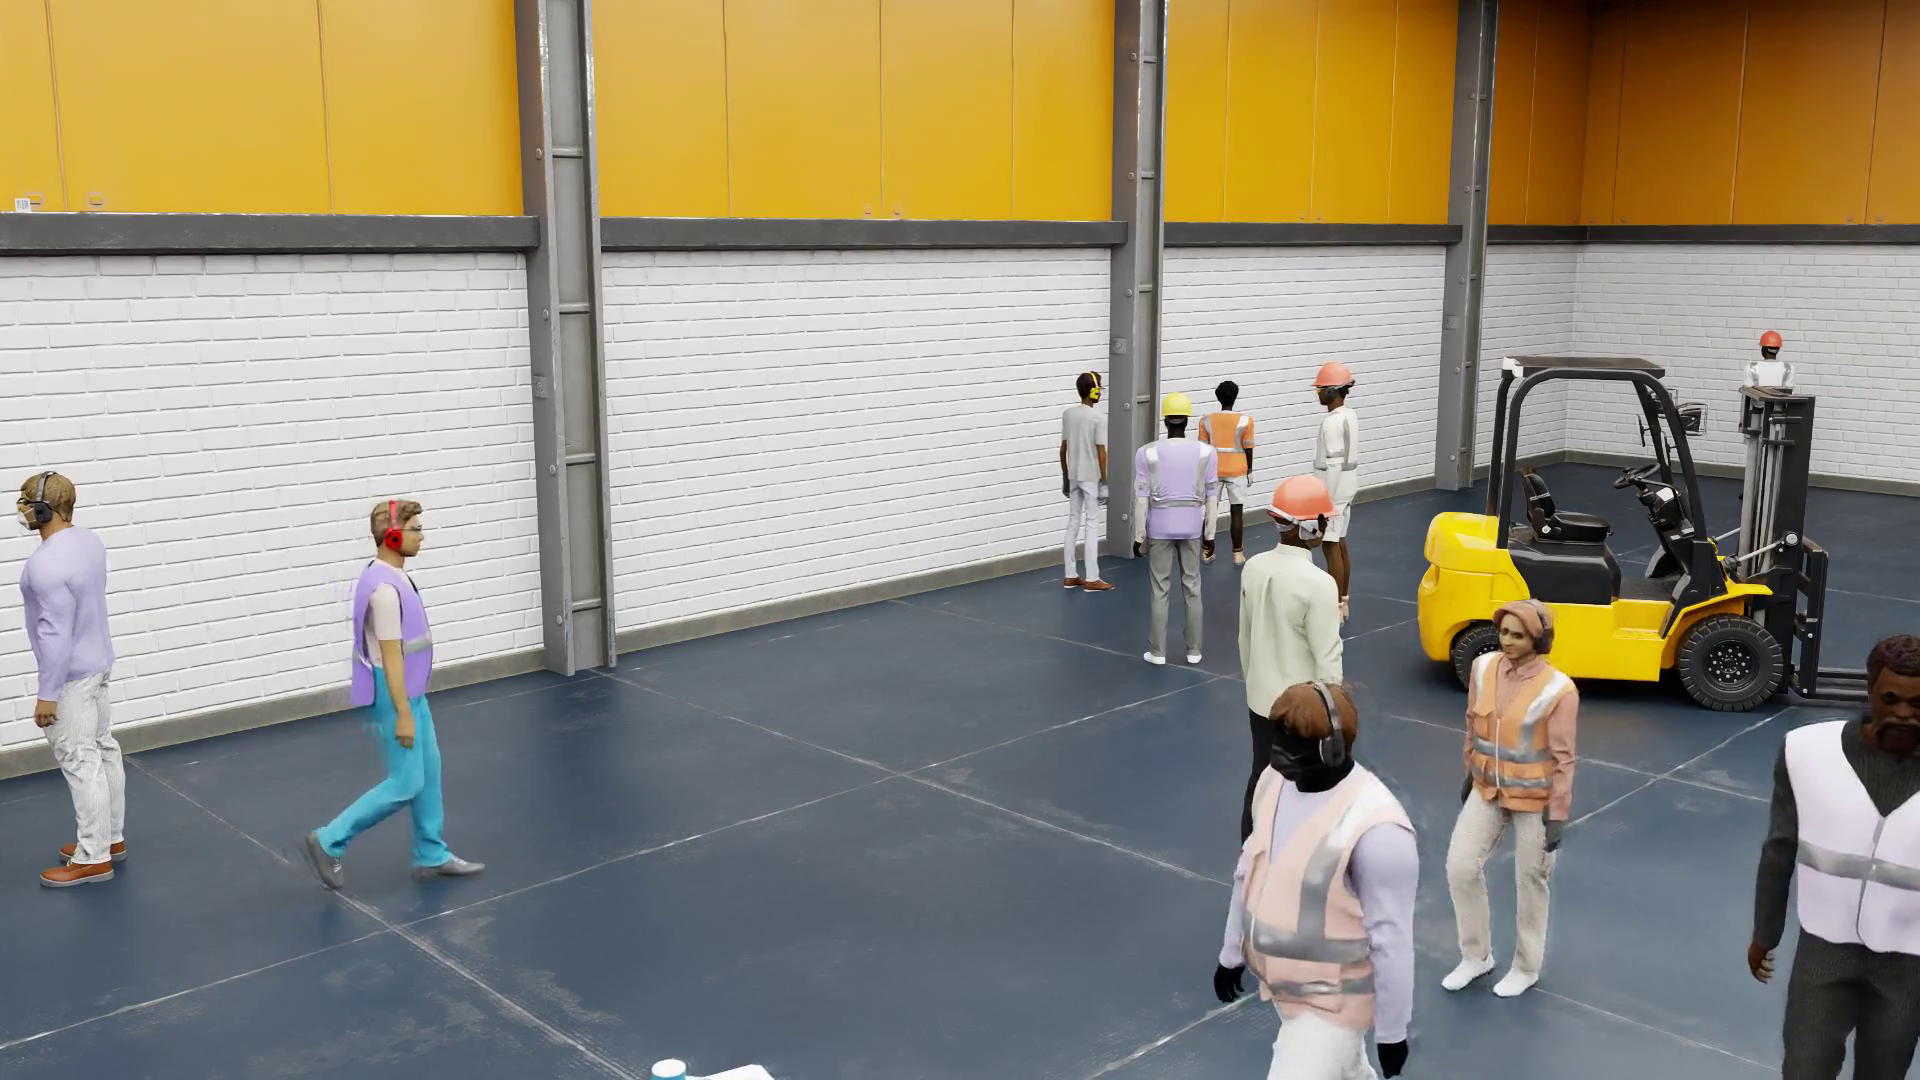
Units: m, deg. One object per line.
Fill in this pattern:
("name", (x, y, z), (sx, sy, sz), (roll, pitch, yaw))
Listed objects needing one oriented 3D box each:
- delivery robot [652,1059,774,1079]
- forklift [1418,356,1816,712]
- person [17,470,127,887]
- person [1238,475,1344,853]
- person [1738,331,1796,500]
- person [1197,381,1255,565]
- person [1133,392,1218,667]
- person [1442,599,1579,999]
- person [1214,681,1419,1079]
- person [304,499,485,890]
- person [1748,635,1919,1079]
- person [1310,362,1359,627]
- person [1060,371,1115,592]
("delivery robot", (-0.860, 1.794, 4.959), (0.707, 0.478, 0.477), (-6, 12, -30))
("forklift", (4.276, -0.101, 11.076), (2.313, 2.155, 1.214), (2, 11, 13))
("person", (-4.145, 0.638, 7.743), (0.372, 1.940, 0.627), (-2, 11, -10))
("person", (1.445, 0.707, 7.215), (0.377, 1.995, 0.612), (-6, 12, -28))
("person", (9.105, -1.392, 18.815), (0.552, 1.935, 0.364), (3, 11, 15))
("person", (2.430, -0.612, 15.239), (0.534, 1.695, 0.319), (4, 11, 22))
("person", (1.498, -0.070, 11.642), (0.593, 1.922, 0.380), (-1, 10, -5))
("person", (2.128, 1.024, 6.483), (0.529, 1.615, 0.553), (-7, 12, -33))
("person", (1.007, 1.262, 4.761), (0.979, 1.792, 0.647), (-3, 11, -18))
("person", (-2.607, 0.719, 7.590), (0.705, 1.826, 0.583), (-3, 11, -14))
("person", (2.604, 1.204, 4.751), (0.638, 1.895, 0.652), (5, 12, 27))
("person", (2.857, -0.350, 12.847), (0.384, 2.041, 0.615), (5, 11, 25))
("person", (1.068, -0.499, 14.131), (0.329, 1.871, 0.513), (-9, 14, -42))
